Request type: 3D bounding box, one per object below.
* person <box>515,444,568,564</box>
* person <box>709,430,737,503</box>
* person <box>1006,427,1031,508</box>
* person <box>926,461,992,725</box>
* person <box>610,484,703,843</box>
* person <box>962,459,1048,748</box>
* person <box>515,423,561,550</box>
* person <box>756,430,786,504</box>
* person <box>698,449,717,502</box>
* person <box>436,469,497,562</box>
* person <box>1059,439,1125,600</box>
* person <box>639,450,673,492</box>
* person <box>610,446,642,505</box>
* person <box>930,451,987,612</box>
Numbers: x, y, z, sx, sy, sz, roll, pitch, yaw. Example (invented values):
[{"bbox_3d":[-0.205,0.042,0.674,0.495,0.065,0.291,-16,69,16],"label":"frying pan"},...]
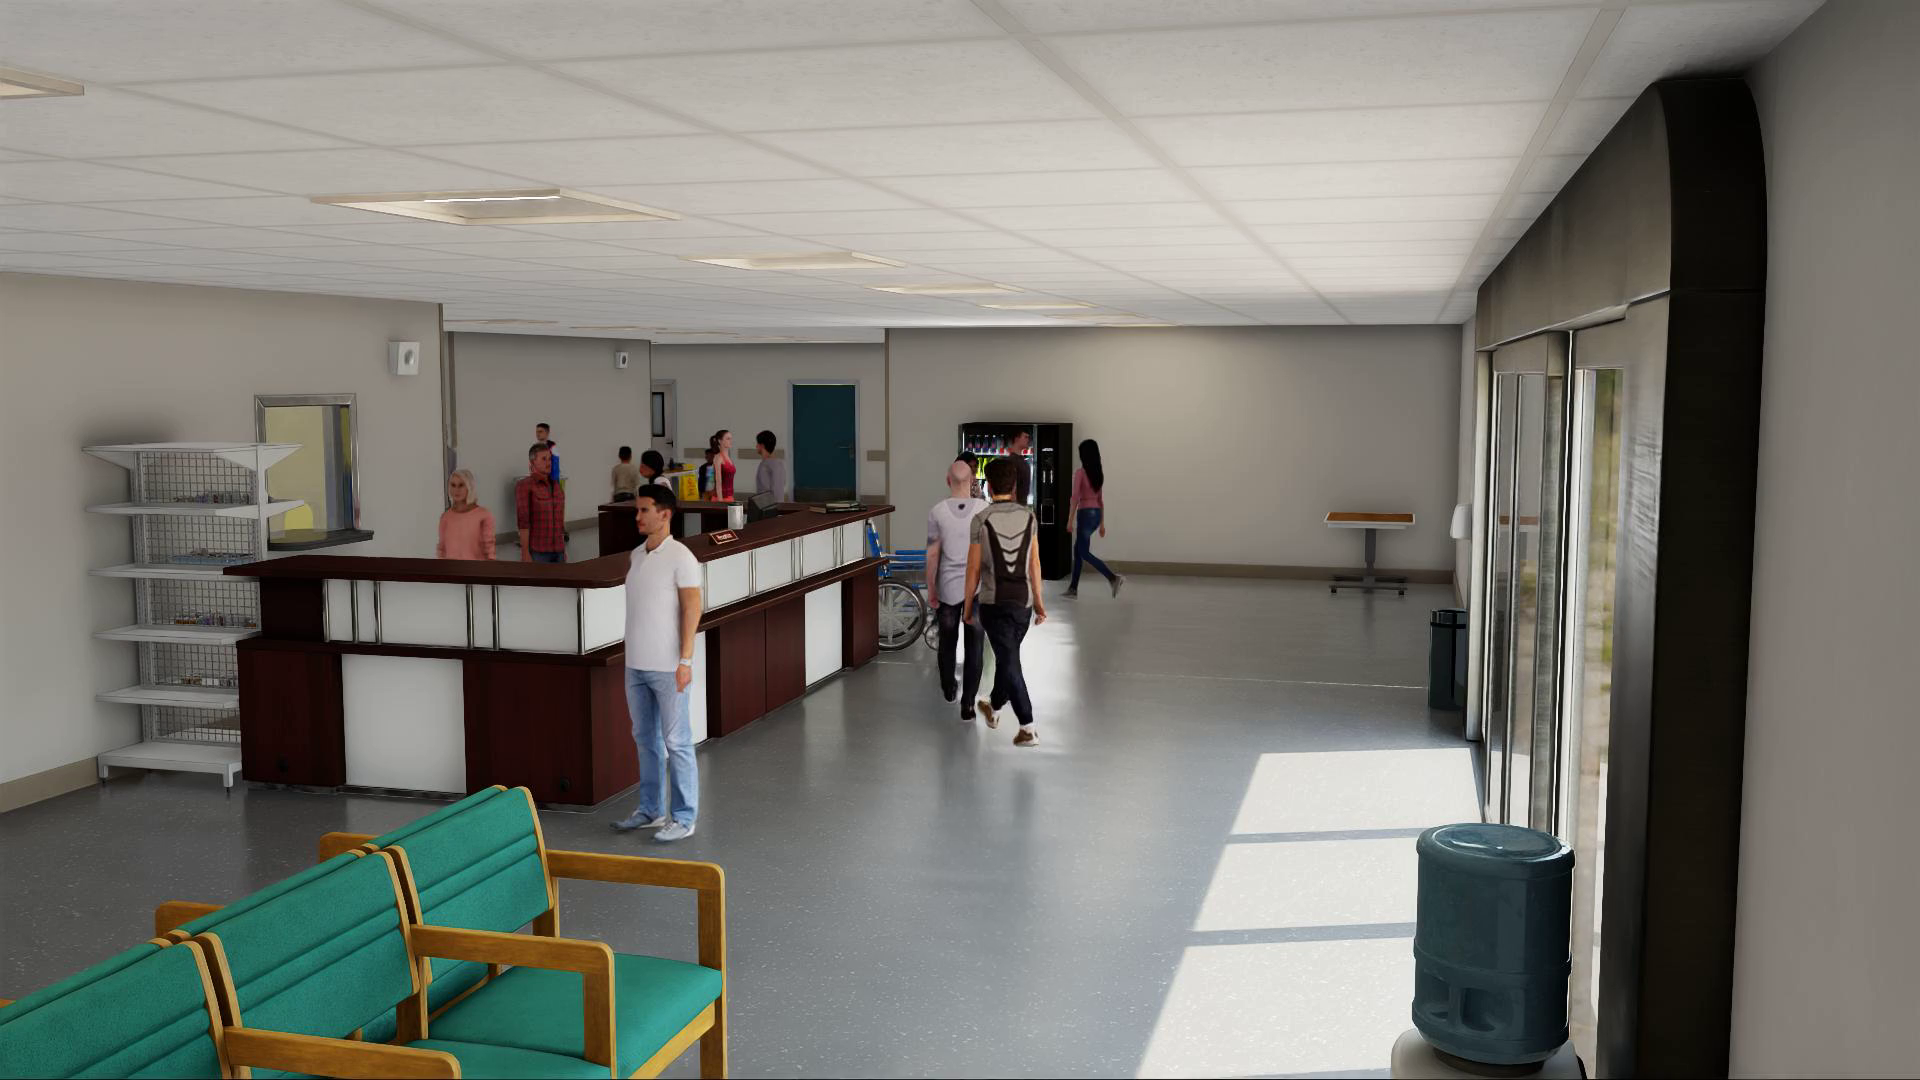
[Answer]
[{"bbox_3d":[-3.627,0.074,14.431,0.634,1.831,0.739,3,7,29],"label":"person"},{"bbox_3d":[-2.877,-0.473,20.251,0.574,1.754,0.585,1,6,9],"label":"person"},{"bbox_3d":[0.590,-0.323,18.286,0.568,1.850,0.660,3,6,24],"label":"person"},{"bbox_3d":[0.025,0.391,11.518,1.178,1.784,0.877,1,6,5],"label":"person"},{"bbox_3d":[-1.577,0.631,8.737,0.665,1.863,0.812,5,8,42],"label":"person"},{"bbox_3d":[0.328,0.449,10.696,1.255,1.832,1.231,-2,6,-22],"label":"person"},{"bbox_3d":[-5.587,-0.694,22.587,0.981,1.726,0.730,2,6,17],"label":"person"},{"bbox_3d":[-1.895,-0.203,17.371,1.211,1.793,0.743,2,6,19],"label":"person"},{"bbox_3d":[-3.875,-0.784,25.850,0.878,1.253,0.798,-1,6,-7],"label":"person"},{"bbox_3d":[-3.690,0.311,12.637,0.523,1.718,0.678,1,6,12],"label":"person"},{"bbox_3d":[1.418,-0.186,17.615,1.144,1.710,0.919,5,7,38],"label":"person"},{"bbox_3d":[-2.881,-0.033,16.435,1.243,1.642,1.058,-2,6,-17],"label":"person"},{"bbox_3d":[-4.496,-0.508,22.238,0.918,1.427,0.712,0,6,4],"label":"person"},{"bbox_3d":[0.009,0.030,15.535,1.012,1.698,0.718,2,6,23],"label":"person"}]
